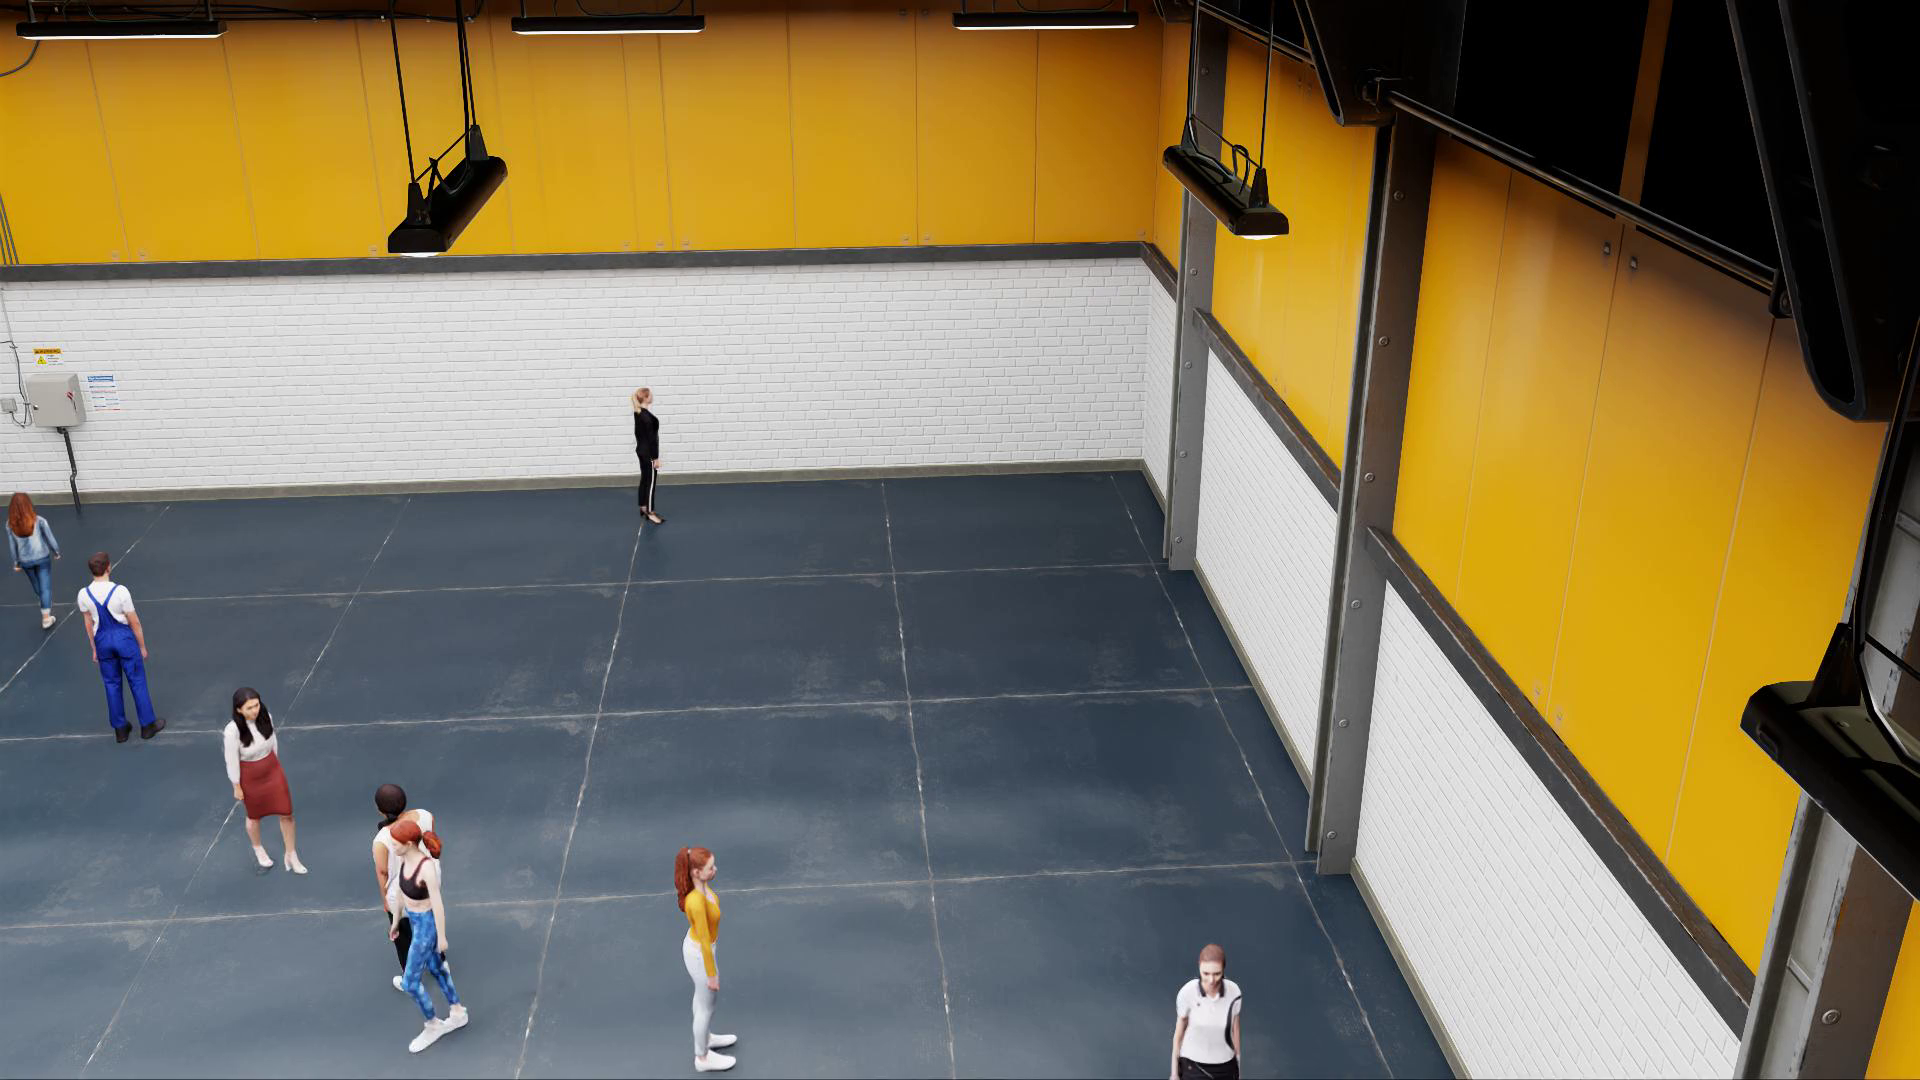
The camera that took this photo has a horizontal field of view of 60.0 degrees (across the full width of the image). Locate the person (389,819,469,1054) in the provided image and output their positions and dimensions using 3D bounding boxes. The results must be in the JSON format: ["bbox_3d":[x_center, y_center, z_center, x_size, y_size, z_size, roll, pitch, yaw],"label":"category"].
[{"bbox_3d":[-3.625,2.675,11.547,0.787,1.771,0.748,-18,29,-35],"label":"person"}]

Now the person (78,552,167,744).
[{"bbox_3d":[-7.781,0.979,15.331,0.635,1.849,0.569,-3,24,-8],"label":"person"}]

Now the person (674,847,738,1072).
[{"bbox_3d":[-1.751,2.821,11.239,0.668,1.750,0.542,-5,24,-12],"label":"person"}]

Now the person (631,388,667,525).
[{"bbox_3d":[-3.782,-1.021,20.086,0.756,1.705,0.629,-15,28,-31],"label":"person"}]

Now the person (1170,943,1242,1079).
[{"bbox_3d":[1.535,3.207,10.367,0.625,1.742,0.620,0,24,0],"label":"person"}]

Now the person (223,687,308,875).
[{"bbox_3d":[-5.647,1.911,13.361,0.918,1.719,0.864,16,29,33],"label":"person"}]

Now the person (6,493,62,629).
[{"bbox_3d":[-9.763,0.236,17.536,0.655,1.443,0.975,-6,24,-13],"label":"person"}]

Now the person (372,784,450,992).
[{"bbox_3d":[-4.004,2.496,12.063,0.821,1.685,0.753,17,29,34],"label":"person"}]
